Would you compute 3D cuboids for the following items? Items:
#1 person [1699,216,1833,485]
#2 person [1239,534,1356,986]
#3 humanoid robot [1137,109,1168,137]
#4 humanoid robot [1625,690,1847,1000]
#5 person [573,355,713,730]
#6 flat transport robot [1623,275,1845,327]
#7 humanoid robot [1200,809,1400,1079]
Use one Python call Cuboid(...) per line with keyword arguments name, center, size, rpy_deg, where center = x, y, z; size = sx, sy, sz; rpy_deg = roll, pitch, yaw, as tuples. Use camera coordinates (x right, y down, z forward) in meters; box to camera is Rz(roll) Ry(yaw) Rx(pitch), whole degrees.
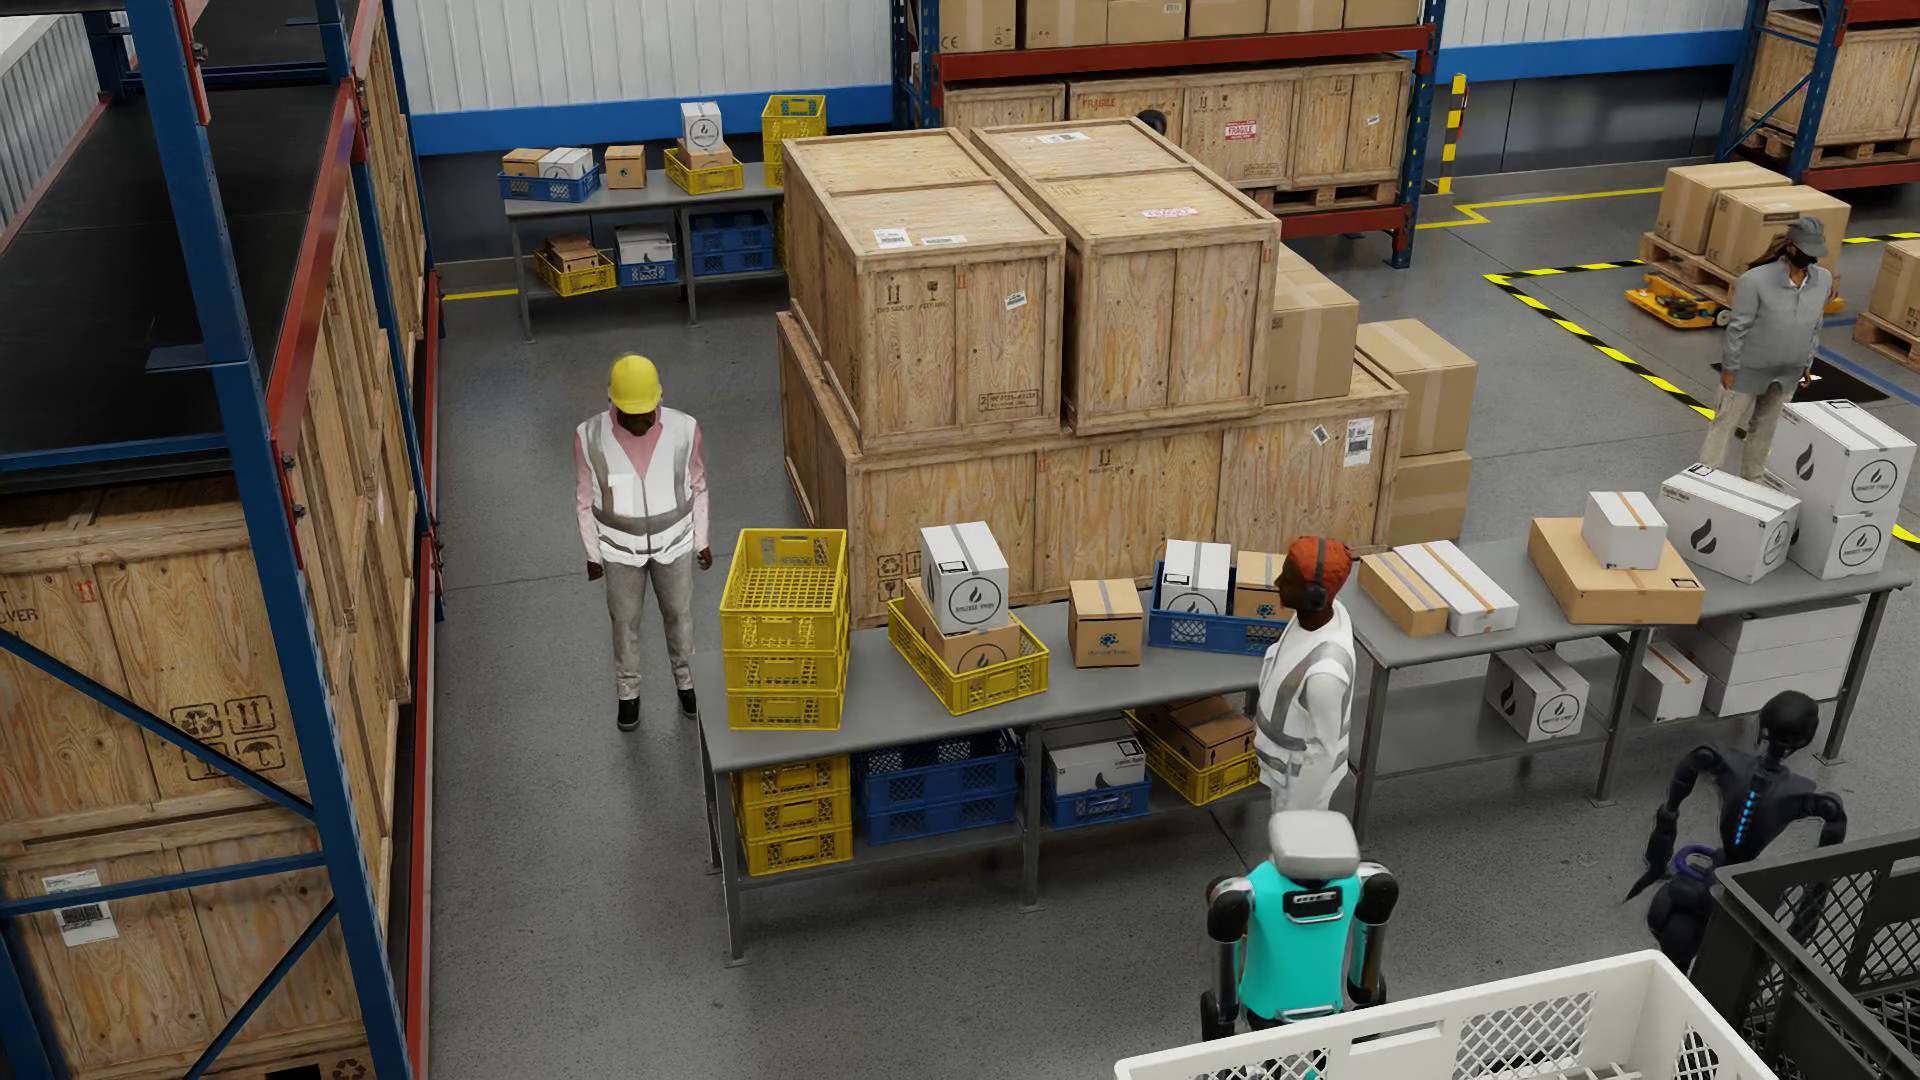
Cuboid(name="person", center=(4.515, -0.974, 9.332), size=(0.563, 1.764, 0.402), rpy_deg=(-4, 29, -7))
Cuboid(name="person", center=(1.199, 0.820, 5.955), size=(0.355, 1.882, 0.573), rpy_deg=(3, 29, 6))
Cuboid(name="humanoid robot", center=(1.295, -2.208, 11.682), size=(0.467, 1.630, 0.584), rpy_deg=(0, 29, -1))
Cuboid(name="humanoid robot", center=(2.491, 1.208, 5.471), size=(0.593, 1.643, 0.427), rpy_deg=(23, 36, 35))
Cuboid(name="person", center=(-1.406, 0.014, 7.479), size=(0.588, 1.824, 0.403), rpy_deg=(-8, 30, -14))
Cuboid(name="flat transport robot", center=(5.799, -1.852, 12.450), size=(1.431, 0.197, 0.652), rpy_deg=(-7, 30, -13))
Cuboid(name="humanoid robot", center=(0.968, 1.602, 4.581), size=(0.531, 1.693, 0.739), rpy_deg=(-5, 29, -9))
